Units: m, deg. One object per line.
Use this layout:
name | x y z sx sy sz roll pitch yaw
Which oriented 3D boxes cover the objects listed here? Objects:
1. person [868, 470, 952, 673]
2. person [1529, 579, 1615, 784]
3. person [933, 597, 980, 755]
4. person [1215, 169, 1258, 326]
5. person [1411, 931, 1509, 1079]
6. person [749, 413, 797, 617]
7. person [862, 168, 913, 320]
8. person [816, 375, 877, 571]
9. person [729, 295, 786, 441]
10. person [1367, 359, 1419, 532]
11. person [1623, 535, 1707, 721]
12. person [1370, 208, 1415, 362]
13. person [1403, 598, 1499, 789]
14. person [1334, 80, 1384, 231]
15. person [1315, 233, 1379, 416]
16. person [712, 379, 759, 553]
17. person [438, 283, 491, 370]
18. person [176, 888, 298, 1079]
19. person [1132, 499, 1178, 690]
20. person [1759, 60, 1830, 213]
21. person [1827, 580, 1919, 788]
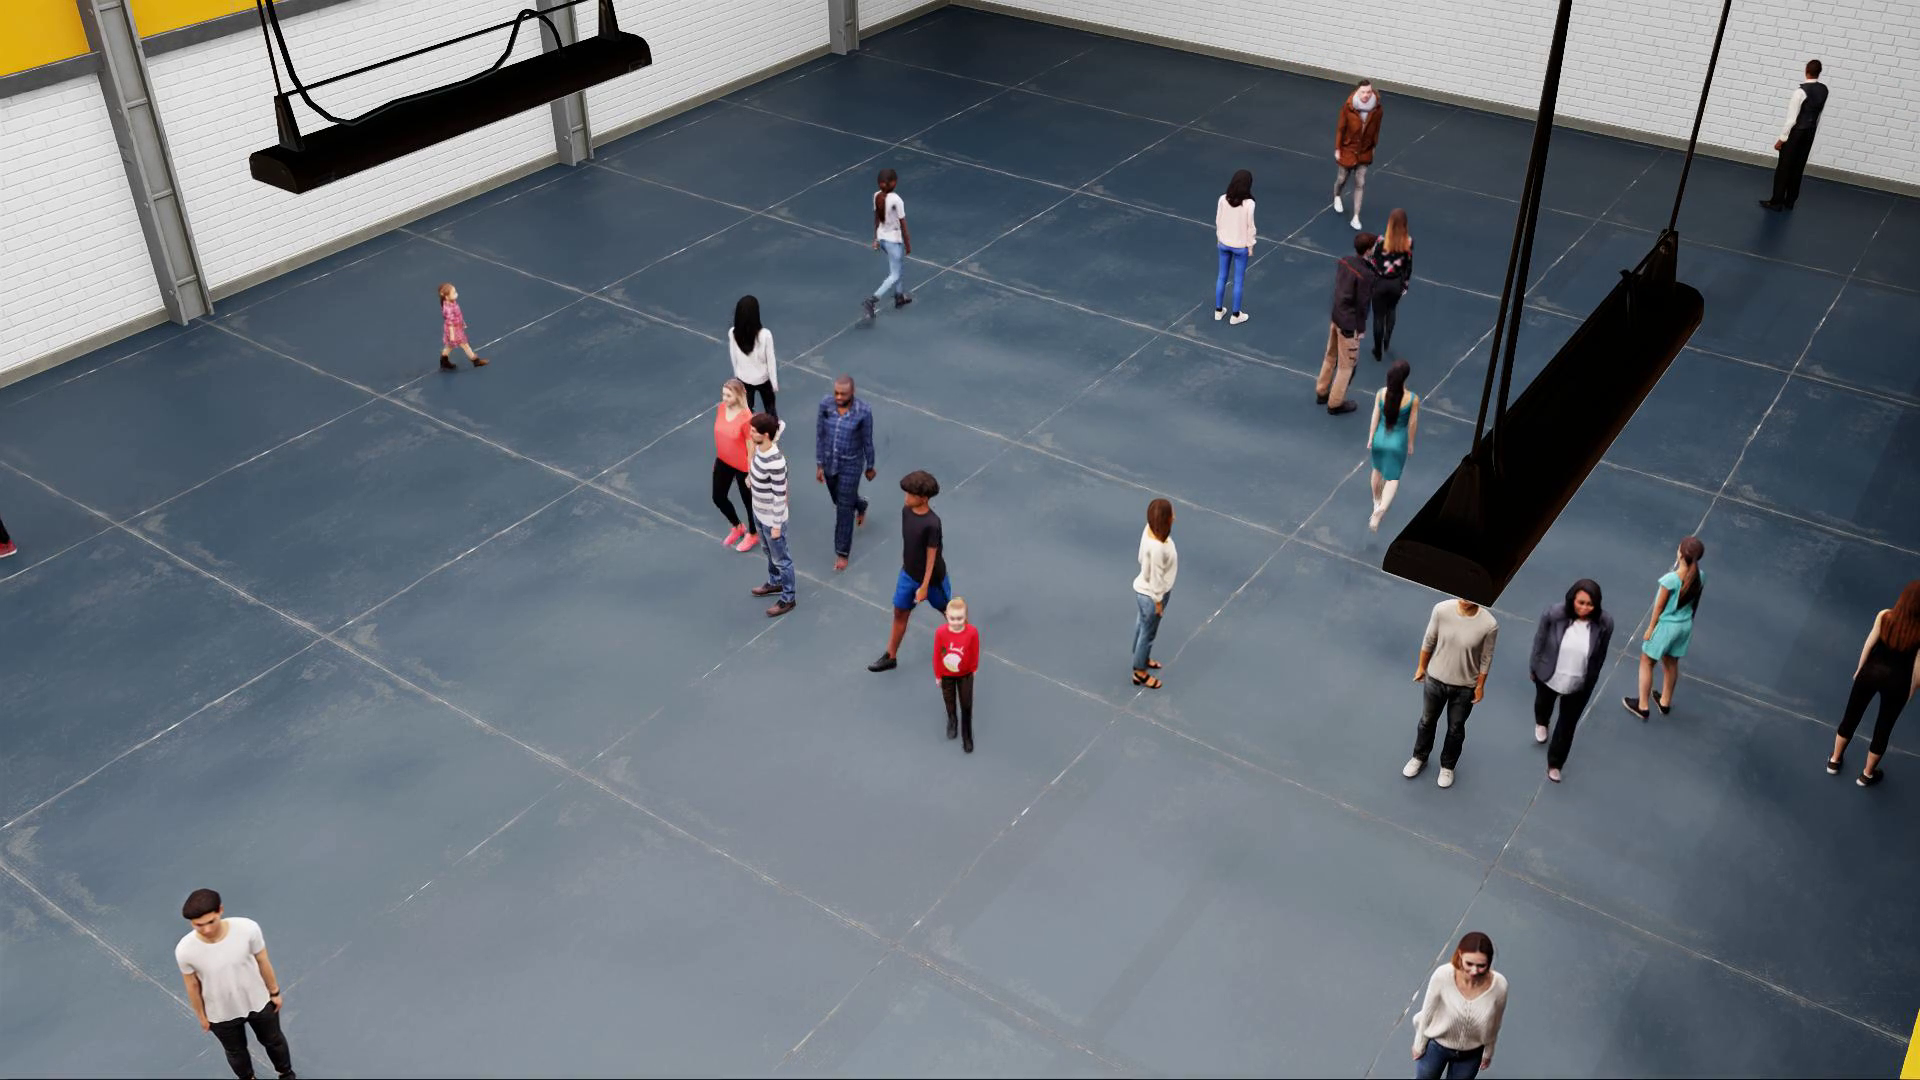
person | -0.215 0.233 13.184 1.188 1.748 0.747 -28 43 -35
person | 4.465 0.949 12.277 0.875 1.558 1.118 10 35 15
person | -0.031 0.947 12.541 0.650 1.269 0.730 1 34 2
person | 3.030 -3.246 18.401 0.650 1.766 0.546 24 40 31
person | 2.759 2.828 9.329 0.697 1.692 0.697 5 34 7
person | -1.562 -0.240 13.799 0.713 1.855 0.724 -15 36 -21
person | -0.823 -3.267 18.494 1.082 1.698 0.746 -27 42 -35
person | -0.985 -0.682 14.530 0.814 1.781 1.158 15 36 21
person | -1.989 -1.480 15.830 0.885 1.671 1.078 7 34 10
person | 3.816 -0.815 14.829 0.673 1.671 0.973 13 36 19
person | 5.433 0.673 12.704 0.670 1.546 0.737 -8 35 -12
person | 4.556 -2.675 17.632 0.731 1.667 0.791 -1 34 -2
person | 3.558 0.979 12.003 0.674 1.812 0.573 17 37 24
person | 4.923 -4.875 20.822 1.105 1.800 1.253 0 34 0
person | 3.859 -2.175 16.654 0.807 1.916 0.791 -11 35 -17
person | -1.889 -0.683 14.616 0.593 1.687 0.567 22 39 29
person | -5.401 -2.243 17.585 0.779 1.000 0.677 -9 35 -13
person | -4.163 2.632 9.601 0.633 1.718 0.750 -15 36 -21
person | 1.498 0.393 13.004 0.760 1.680 0.656 1 34 1
person | 10.638 -5.130 21.097 0.744 1.918 0.840 -10 35 -14
person | 6.678 1.018 12.023 0.593 1.725 0.557 29 43 36
